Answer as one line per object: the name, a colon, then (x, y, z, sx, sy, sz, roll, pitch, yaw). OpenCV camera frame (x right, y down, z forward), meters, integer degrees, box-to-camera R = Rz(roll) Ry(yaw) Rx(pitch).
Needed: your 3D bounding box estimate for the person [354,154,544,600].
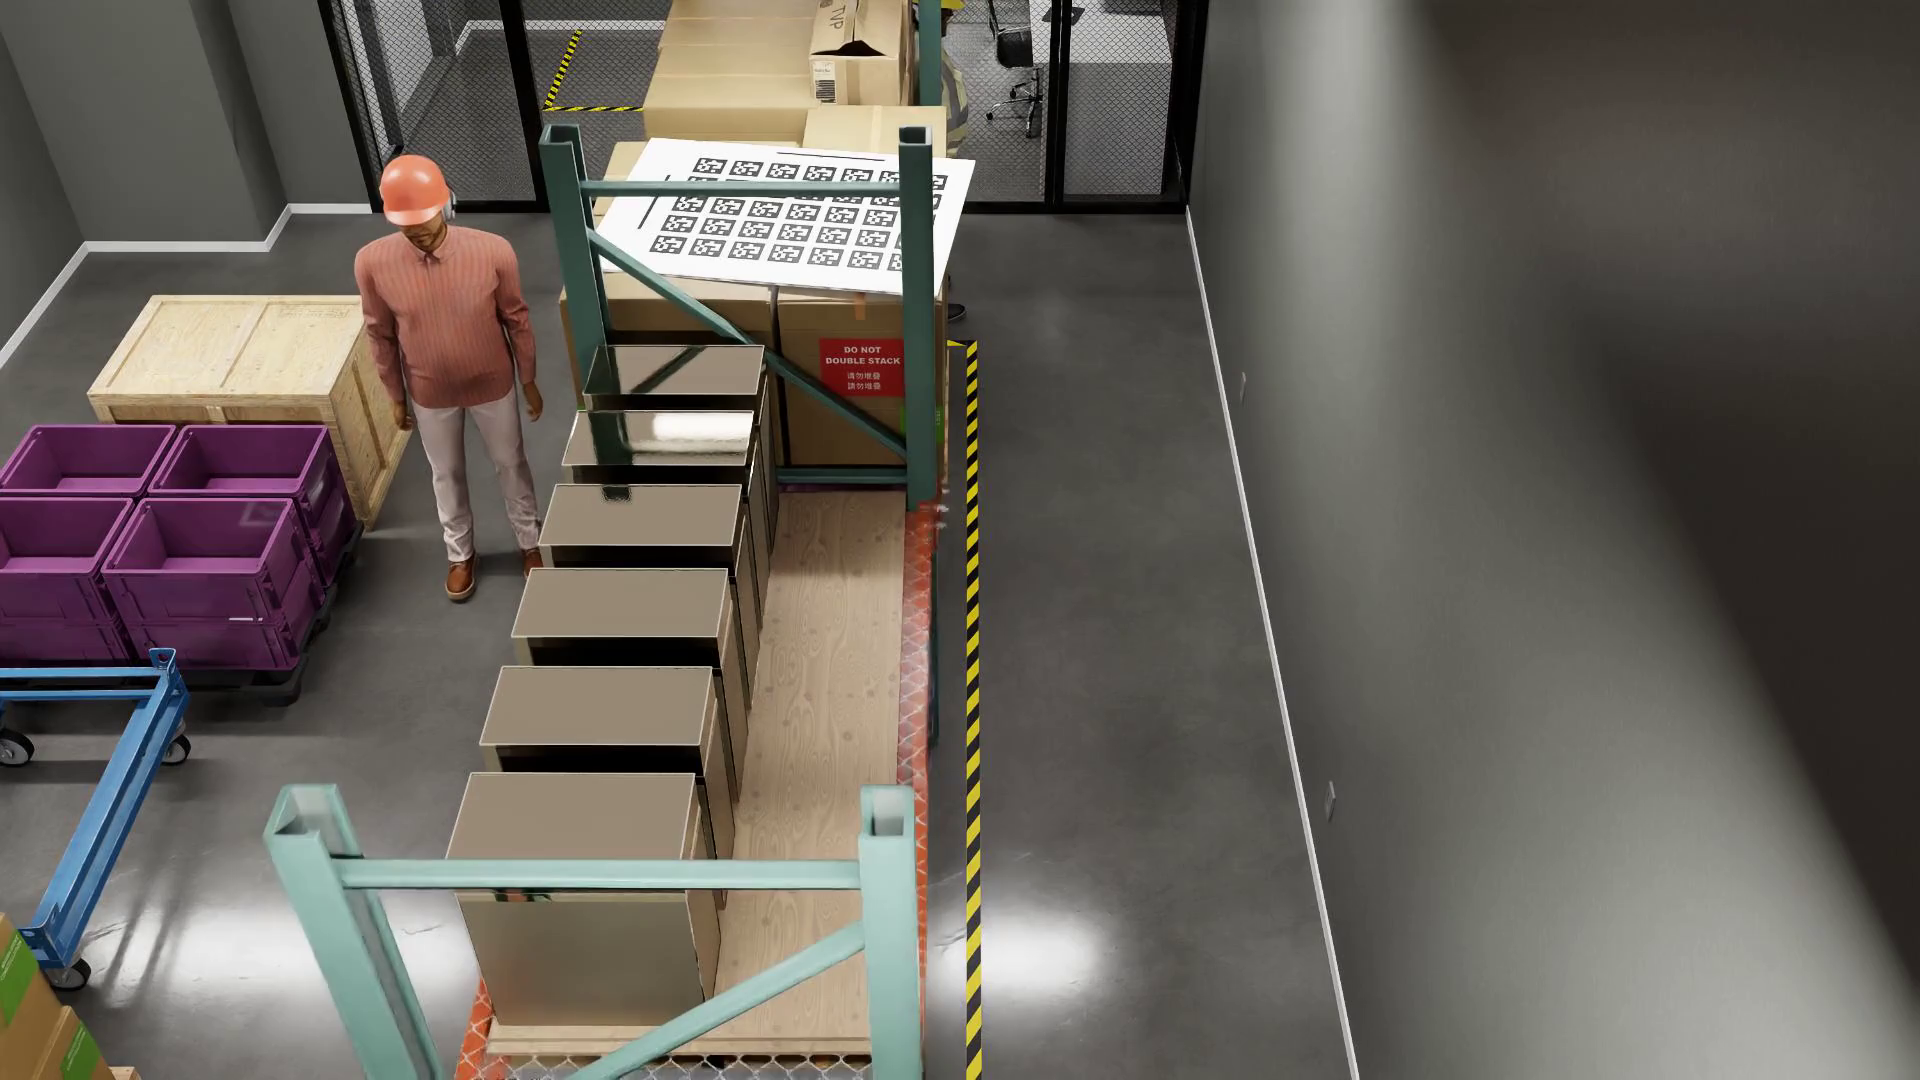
person: (-1.958, -0.613, 6.545, 0.612, 1.995, 0.392, -8, 42, -9)

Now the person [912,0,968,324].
person: (-0.162, -1.941, 8.193, 0.403, 1.822, 0.588, -8, 42, -9)
